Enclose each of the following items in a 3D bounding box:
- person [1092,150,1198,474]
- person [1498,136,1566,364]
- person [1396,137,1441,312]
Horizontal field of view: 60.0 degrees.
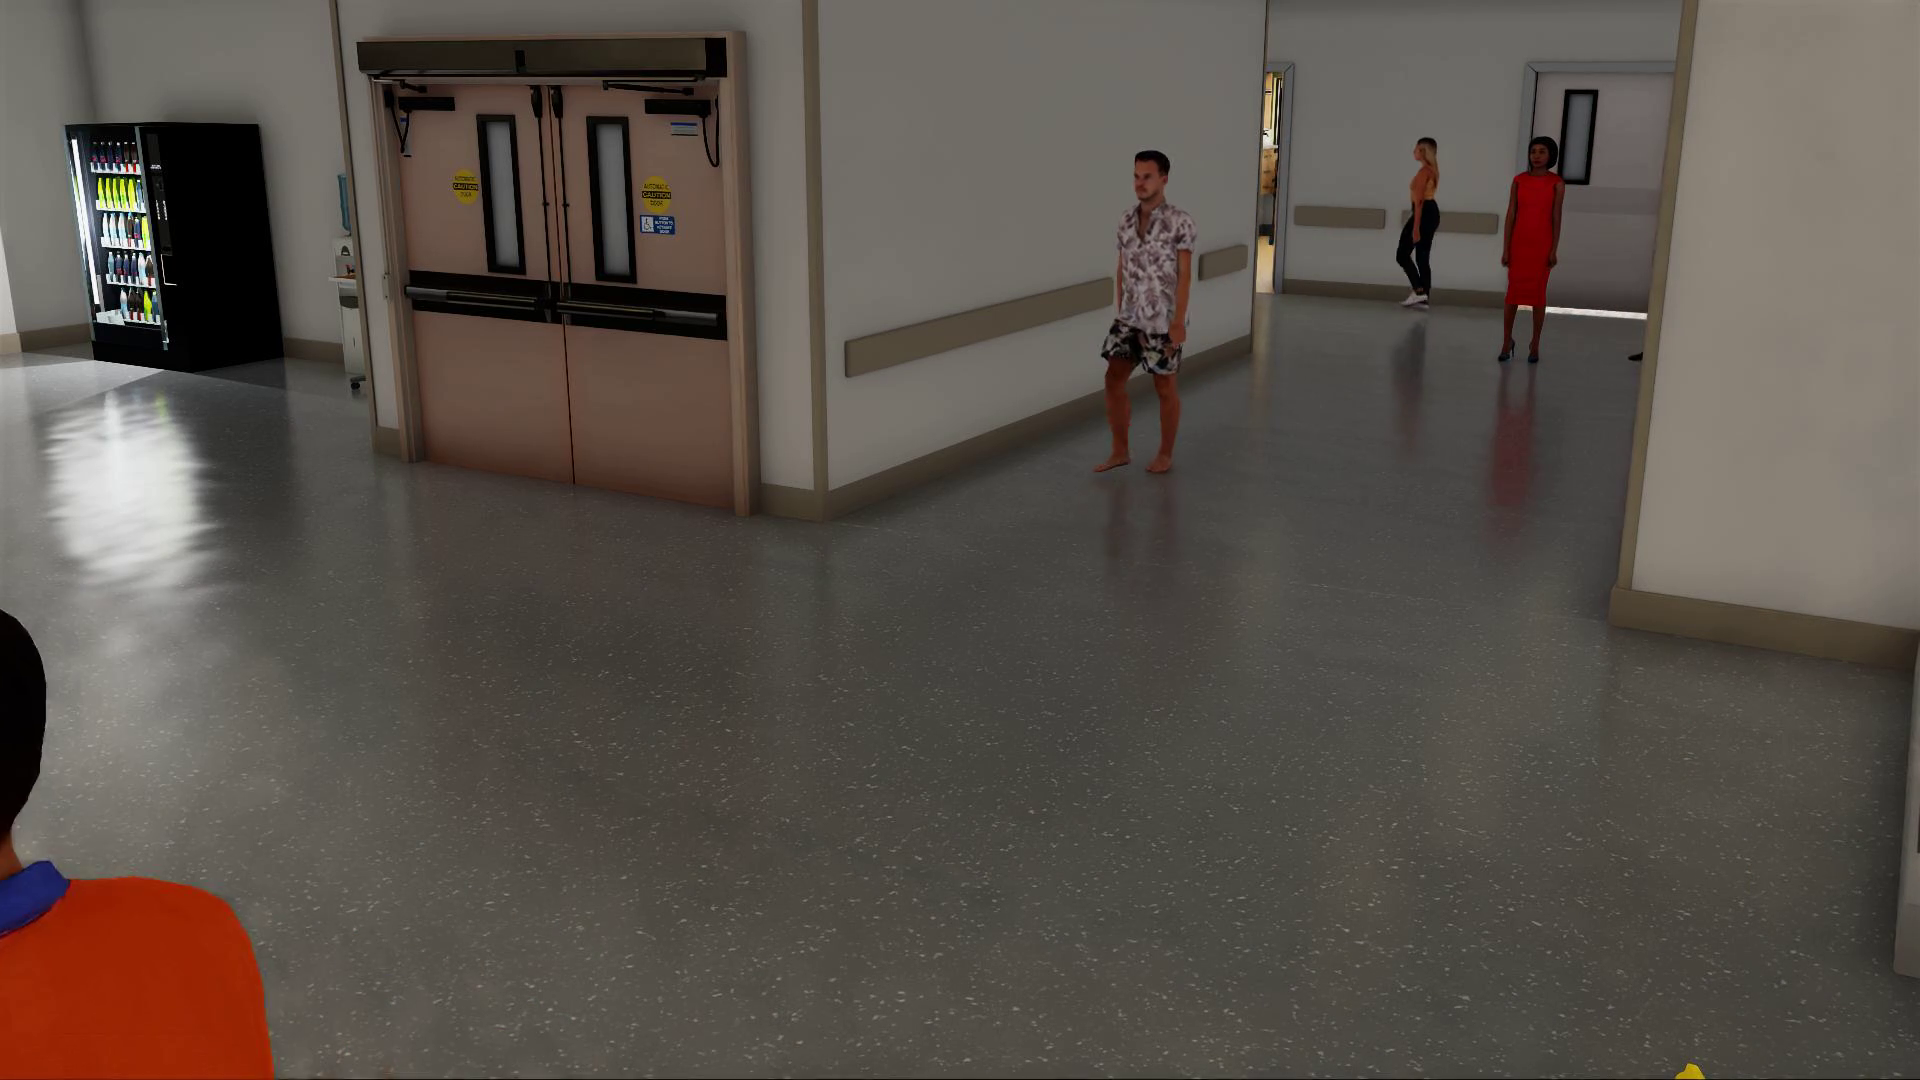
[{"bbox_3d":[1.132,-1.274,9.406,0.737,1.796,0.801,11,19,35],"label":"person"},{"bbox_3d":[4.491,-2.280,13.073,0.434,1.743,0.629,8,18,27],"label":"person"},{"bbox_3d":[4.474,-2.989,15.812,0.585,1.621,0.612,11,19,33],"label":"person"}]
